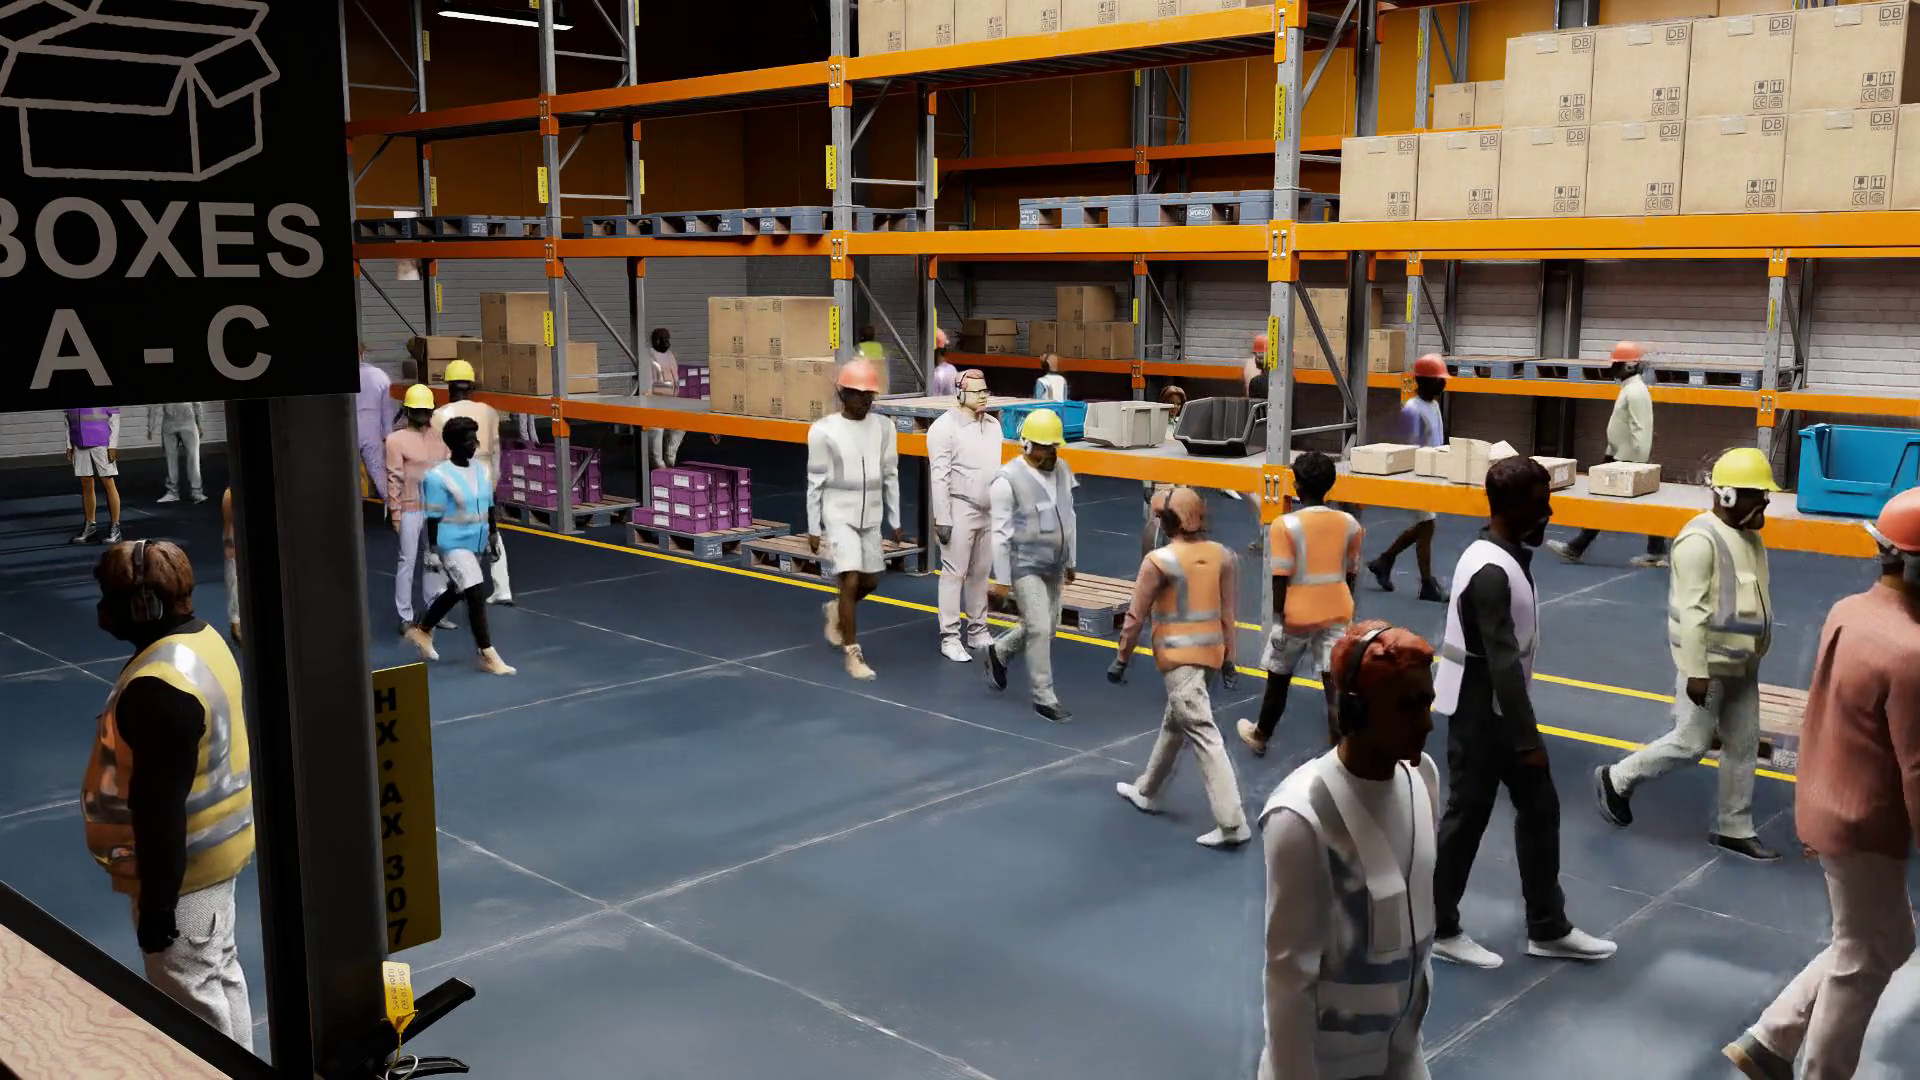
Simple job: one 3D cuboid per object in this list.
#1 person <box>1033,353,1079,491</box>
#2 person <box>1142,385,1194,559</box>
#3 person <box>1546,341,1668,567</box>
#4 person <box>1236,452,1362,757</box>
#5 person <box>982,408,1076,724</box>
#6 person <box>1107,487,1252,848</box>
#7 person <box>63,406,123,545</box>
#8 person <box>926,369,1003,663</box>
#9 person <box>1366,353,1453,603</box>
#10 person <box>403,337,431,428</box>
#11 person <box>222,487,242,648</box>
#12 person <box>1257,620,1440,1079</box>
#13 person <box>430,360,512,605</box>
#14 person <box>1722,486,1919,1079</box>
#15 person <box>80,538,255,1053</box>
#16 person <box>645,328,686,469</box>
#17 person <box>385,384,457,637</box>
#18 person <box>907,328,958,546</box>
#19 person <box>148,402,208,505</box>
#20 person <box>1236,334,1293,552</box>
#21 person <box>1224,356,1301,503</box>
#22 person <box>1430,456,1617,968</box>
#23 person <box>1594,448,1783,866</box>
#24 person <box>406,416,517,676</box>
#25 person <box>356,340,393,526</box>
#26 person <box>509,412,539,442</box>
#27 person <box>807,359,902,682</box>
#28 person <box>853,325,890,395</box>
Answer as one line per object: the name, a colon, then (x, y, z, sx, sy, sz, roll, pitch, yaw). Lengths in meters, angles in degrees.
person: (1.054, -1.341, 19.081, 0.848, 1.597, 0.526, 7, 12, 39)
person: (1.654, -0.415, 13.288, 0.512, 1.639, 0.311, -6, 11, -34)
person: (5.646, -0.734, 14.310, 1.028, 1.934, 0.657, 3, 10, 20)
person: (1.743, 0.376, 8.380, 0.550, 1.642, 0.878, -3, 10, -19)
person: (0.364, 0.127, 9.509, 0.632, 1.791, 0.726, -9, 13, -44)
person: (1.010, 0.551, 7.509, 0.524, 1.583, 0.902, -8, 12, -39)
person: (-8.068, -0.918, 15.441, 0.546, 1.942, 0.352, 2, 9, 10)
person: (0.081, -0.166, 10.944, 0.408, 1.909, 0.642, 8, 12, 41)
person: (3.540, -0.487, 12.906, 0.682, 1.935, 0.557, 6, 11, 34)
person: (-6.916, -1.750, 21.230, 0.548, 1.709, 0.558, 8, 12, 40)
person: (-3.240, 0.305, 8.063, 0.549, 1.914, 0.811, -8, 12, -40)
person: (0.838, 1.073, 3.591, 0.604, 1.831, 1.012, -8, 12, -41)
person: (-3.787, -0.441, 12.761, 1.027, 1.866, 0.590, 9, 13, 42)
person: (2.595, 0.819, 4.715, 0.478, 1.973, 0.616, 3, 10, 16)
person: (-2.187, 0.903, 4.630, 0.430, 1.836, 0.619, -3, 10, -17)
person: (-3.695, -1.728, 20.755, 0.487, 1.828, 0.661, 6, 11, 32)
person: (-3.758, -0.209, 11.638, 0.319, 1.766, 0.533, 6, 11, 32)
person: (-0.208, -0.945, 15.320, 0.477, 2.034, 0.665, 3, 10, 17)
person: (-8.492, -1.214, 18.041, 0.577, 1.686, 0.795, -3, 10, -20)
person: (2.737, -0.854, 14.932, 0.656, 1.977, 0.432, -9, 13, -44)
person: (3.336, -1.330, 18.258, 0.644, 1.857, 1.011, -8, 12, -40)
person: (2.055, 0.651, 5.979, 0.775, 1.894, 0.604, 5, 10, 27)
person: (3.230, 0.484, 7.263, 0.599, 1.807, 0.726, -7, 11, -36)
person: (-3.224, 0.020, 10.589, 0.868, 1.659, 0.531, 4, 10, 24)
person: (-5.905, -1.049, 16.461, 0.656, 1.881, 0.819, -8, 12, -41)
person: (-5.266, -1.632, 20.044, 0.310, 1.868, 0.532, 2, 10, 14)
person: (-0.710, -0.155, 10.581, 0.621, 2.013, 0.838, -5, 11, -30)
person: (-1.314, -2.049, 22.856, 0.636, 1.794, 0.958, -6, 11, -33)
